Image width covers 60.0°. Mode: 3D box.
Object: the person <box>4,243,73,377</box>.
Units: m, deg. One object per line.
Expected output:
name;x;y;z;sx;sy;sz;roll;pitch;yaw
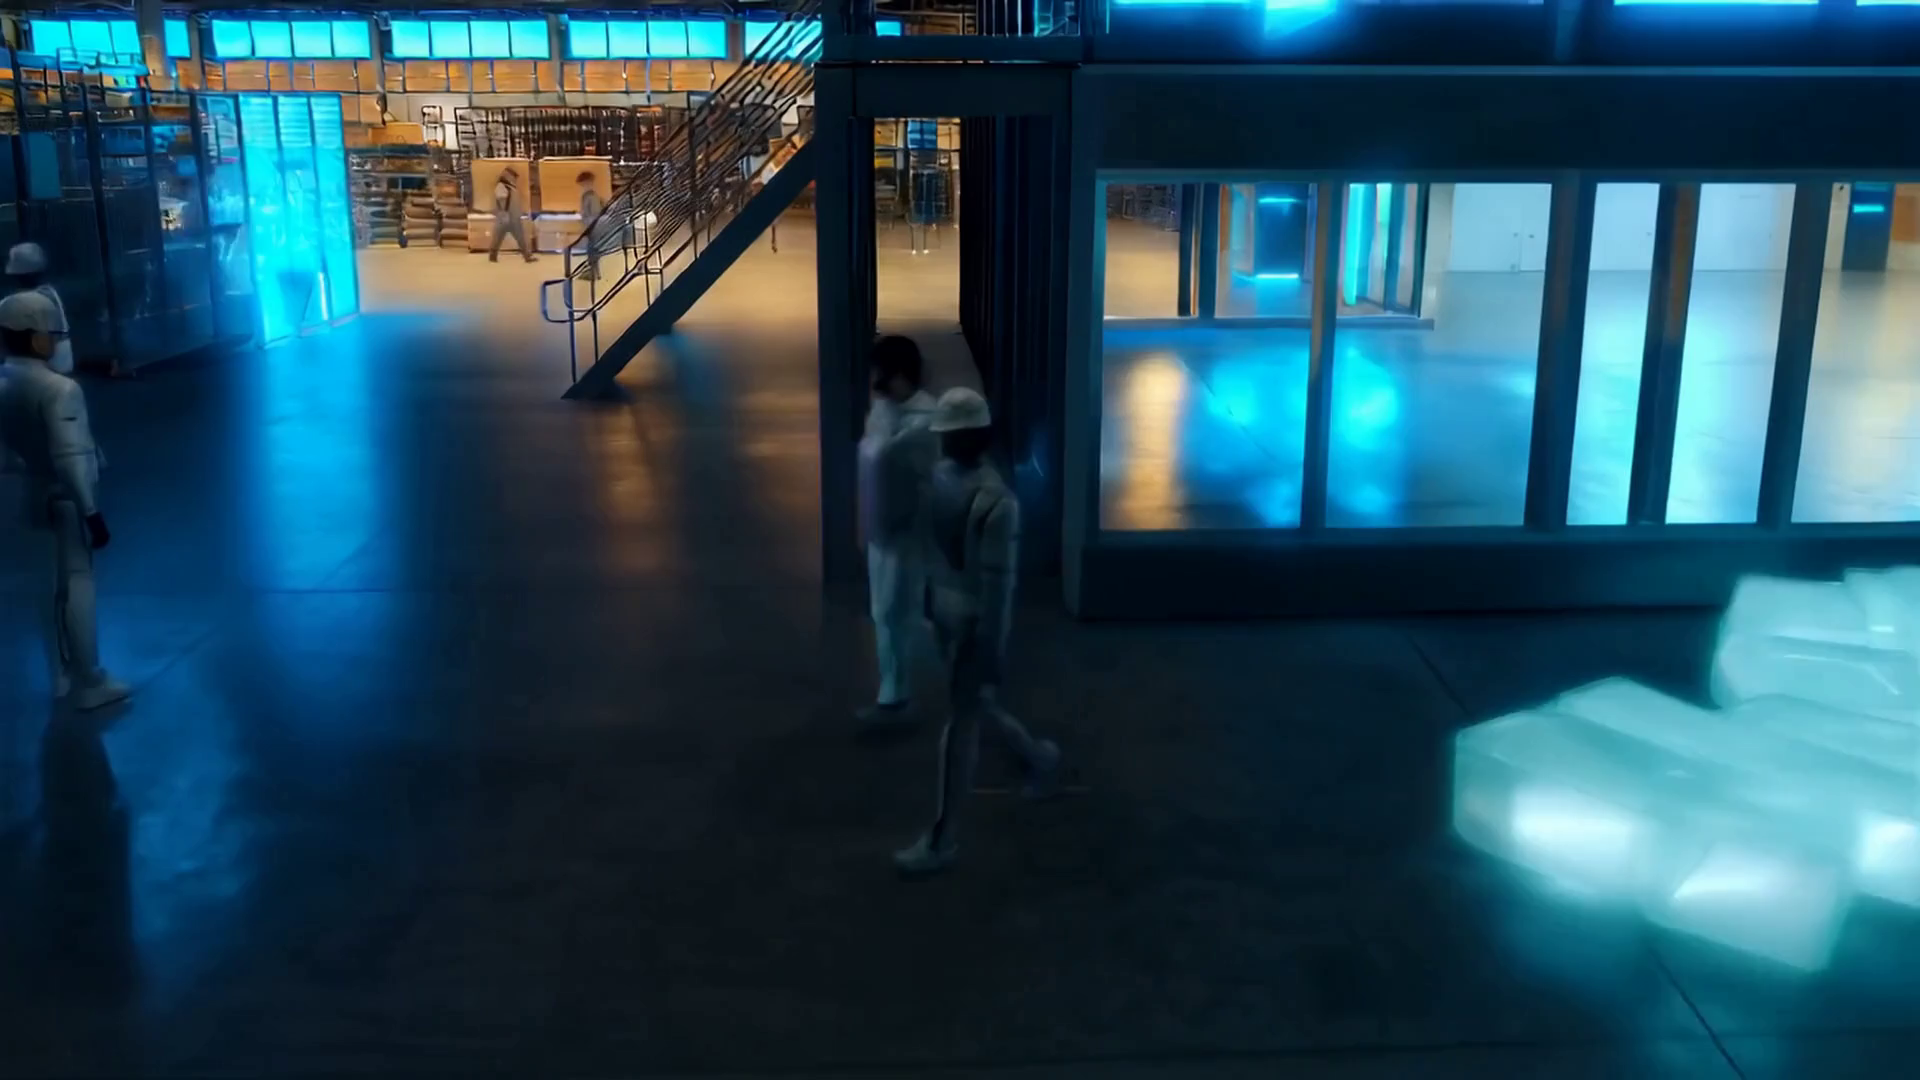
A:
person;-6.917;-1.310;12.592;0.446;1.878;0.625;-10;17;-35

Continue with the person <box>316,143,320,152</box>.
person;-31.082;-18.219;80.319;0.449;1.843;0.611;4;15;15

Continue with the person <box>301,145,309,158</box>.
person;-32.795;-18.958;83.440;0.723;1.726;0.566;4;15;16

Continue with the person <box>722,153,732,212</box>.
person;-7.319;-11.219;52.249;0.400;1.855;0.561;3;14;11

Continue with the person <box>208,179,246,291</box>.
person;-11.632;-4.744;26.324;0.640;1.881;1.035;-1;14;-4

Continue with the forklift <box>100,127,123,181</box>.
forklift;-37.903;-17.050;73.479;1.129;2.768;1.873;-1;14;-2

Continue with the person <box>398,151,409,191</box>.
person;-22.529;-15.048;67.391;0.452;1.933;0.654;-3;14;-13

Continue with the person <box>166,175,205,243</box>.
person;-11.091;-4.198;23.860;0.580;2.018;0.638;-7;16;-25

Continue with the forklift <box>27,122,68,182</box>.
forklift;-35.376;-14.773;64.377;1.129;2.768;1.873;-1;14;-2

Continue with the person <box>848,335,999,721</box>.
person;-0.183;-0.039;7.651;0.607;1.826;0.632;-6;15;-24

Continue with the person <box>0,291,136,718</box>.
person;-4.250;-0.157;7.755;0.619;1.992;0.396;3;14;13

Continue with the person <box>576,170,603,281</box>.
person;-6.605;-5.581;29.558;0.370;1.936;0.553;-2;14;-9

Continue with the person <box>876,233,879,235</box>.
person;-2.434;-8.194;40.431;0.888;1.719;0.552;3;14;12

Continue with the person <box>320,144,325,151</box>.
person;-33.202;-19.761;86.684;0.633;1.696;0.581;-10;17;-35

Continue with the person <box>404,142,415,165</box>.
person;-26.993;-18.455;81.157;0.657;1.863;0.932;-10;17;-36

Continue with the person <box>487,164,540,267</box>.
person;-8.797;-6.339;32.372;1.036;2.000;0.684;4;15;15

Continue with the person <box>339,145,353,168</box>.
person;-27.426;-16.756;74.427;0.590;1.833;0.404;1;14;6

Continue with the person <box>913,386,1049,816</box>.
person;0.105;0.201;6.876;0.865;1.733;0.534;-13;19;-43
